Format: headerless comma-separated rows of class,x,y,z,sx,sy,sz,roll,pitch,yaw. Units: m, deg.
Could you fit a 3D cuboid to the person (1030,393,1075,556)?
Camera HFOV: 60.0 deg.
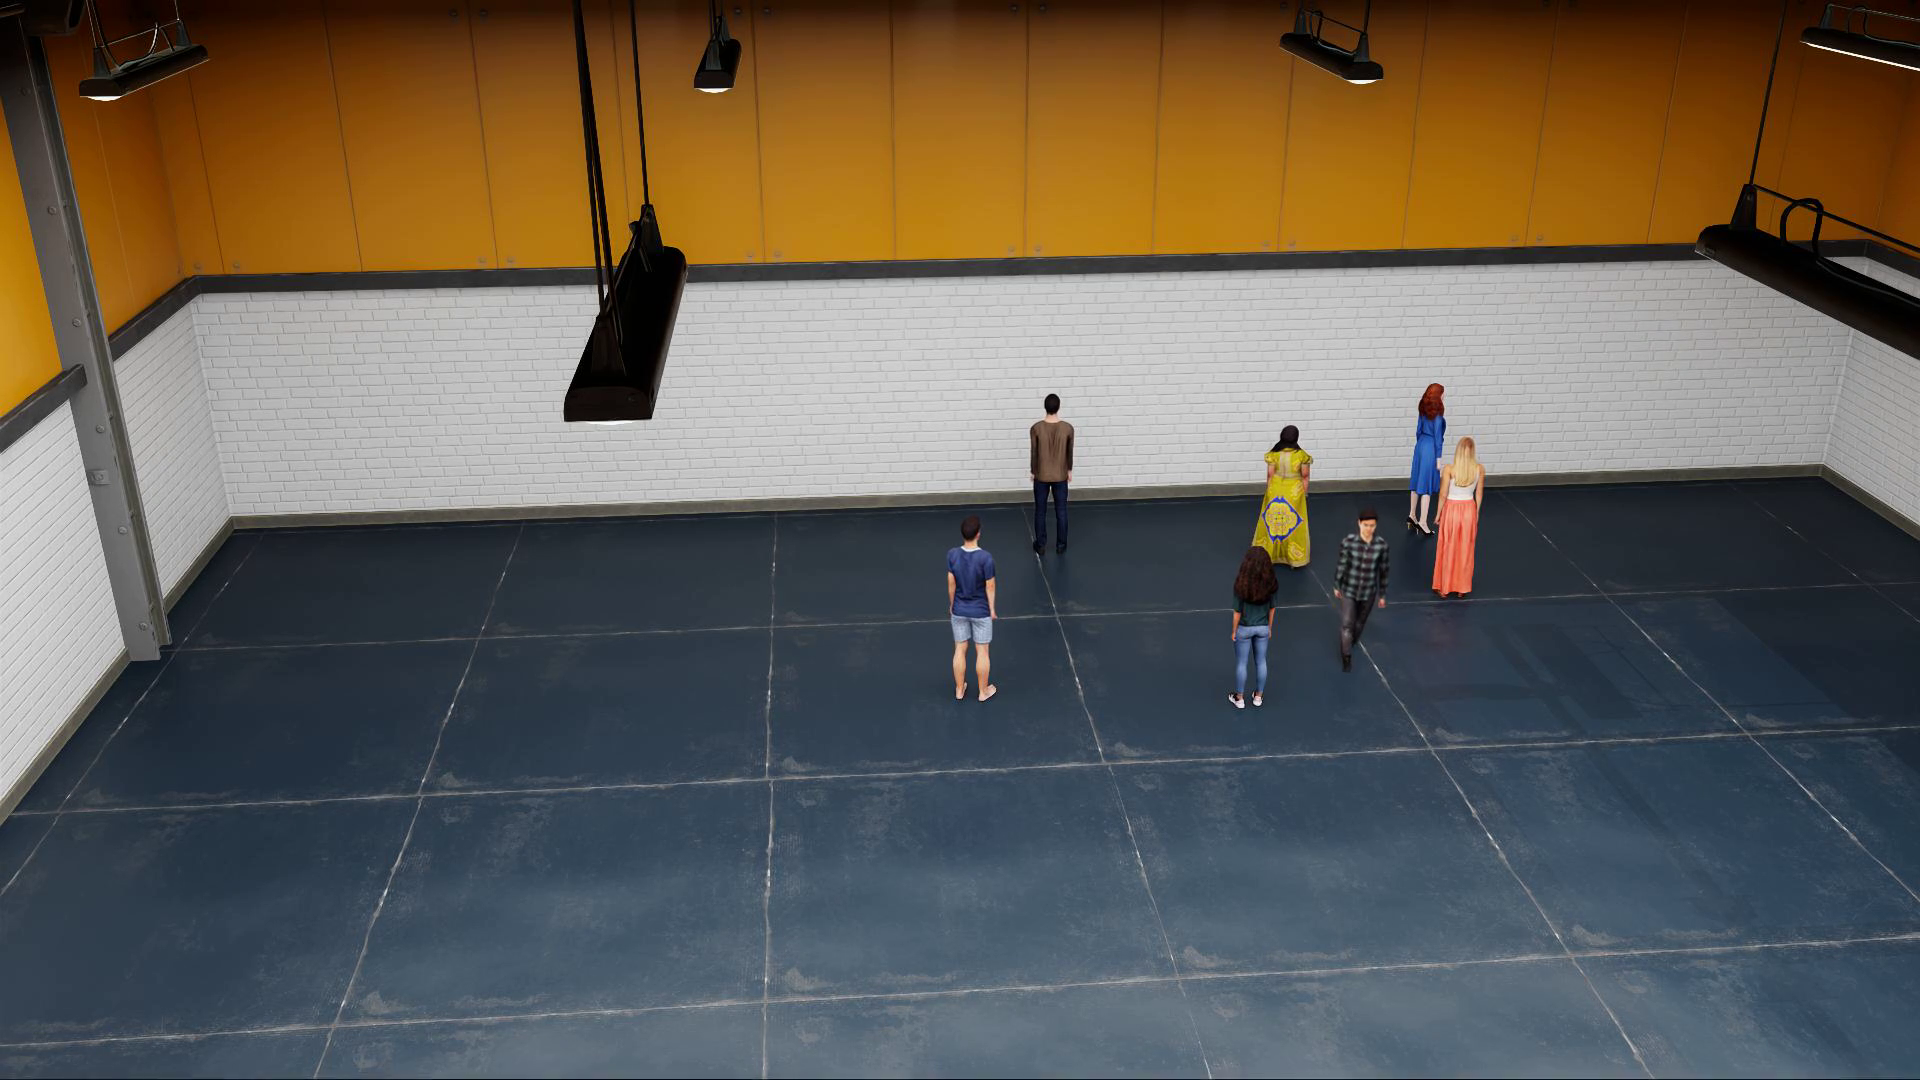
person,1.023,-0.745,18.759,0.647,1.887,0.549,-1,24,-3

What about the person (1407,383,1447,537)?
person,5.411,-0.941,19.281,0.716,1.829,0.568,-7,25,-15

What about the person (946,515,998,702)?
person,0.108,0.646,15.625,0.699,1.850,0.684,7,25,16

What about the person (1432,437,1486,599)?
person,5.309,-0.243,17.718,0.665,1.802,0.639,2,24,4

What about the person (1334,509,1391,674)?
person,3.974,0.452,16.601,0.851,1.689,1.116,3,24,7

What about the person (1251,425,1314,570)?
person,3.617,-0.489,18.459,0.981,1.659,0.964,8,25,17

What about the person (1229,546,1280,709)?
person,2.732,0.809,15.542,0.595,1.617,0.588,-3,24,-7
